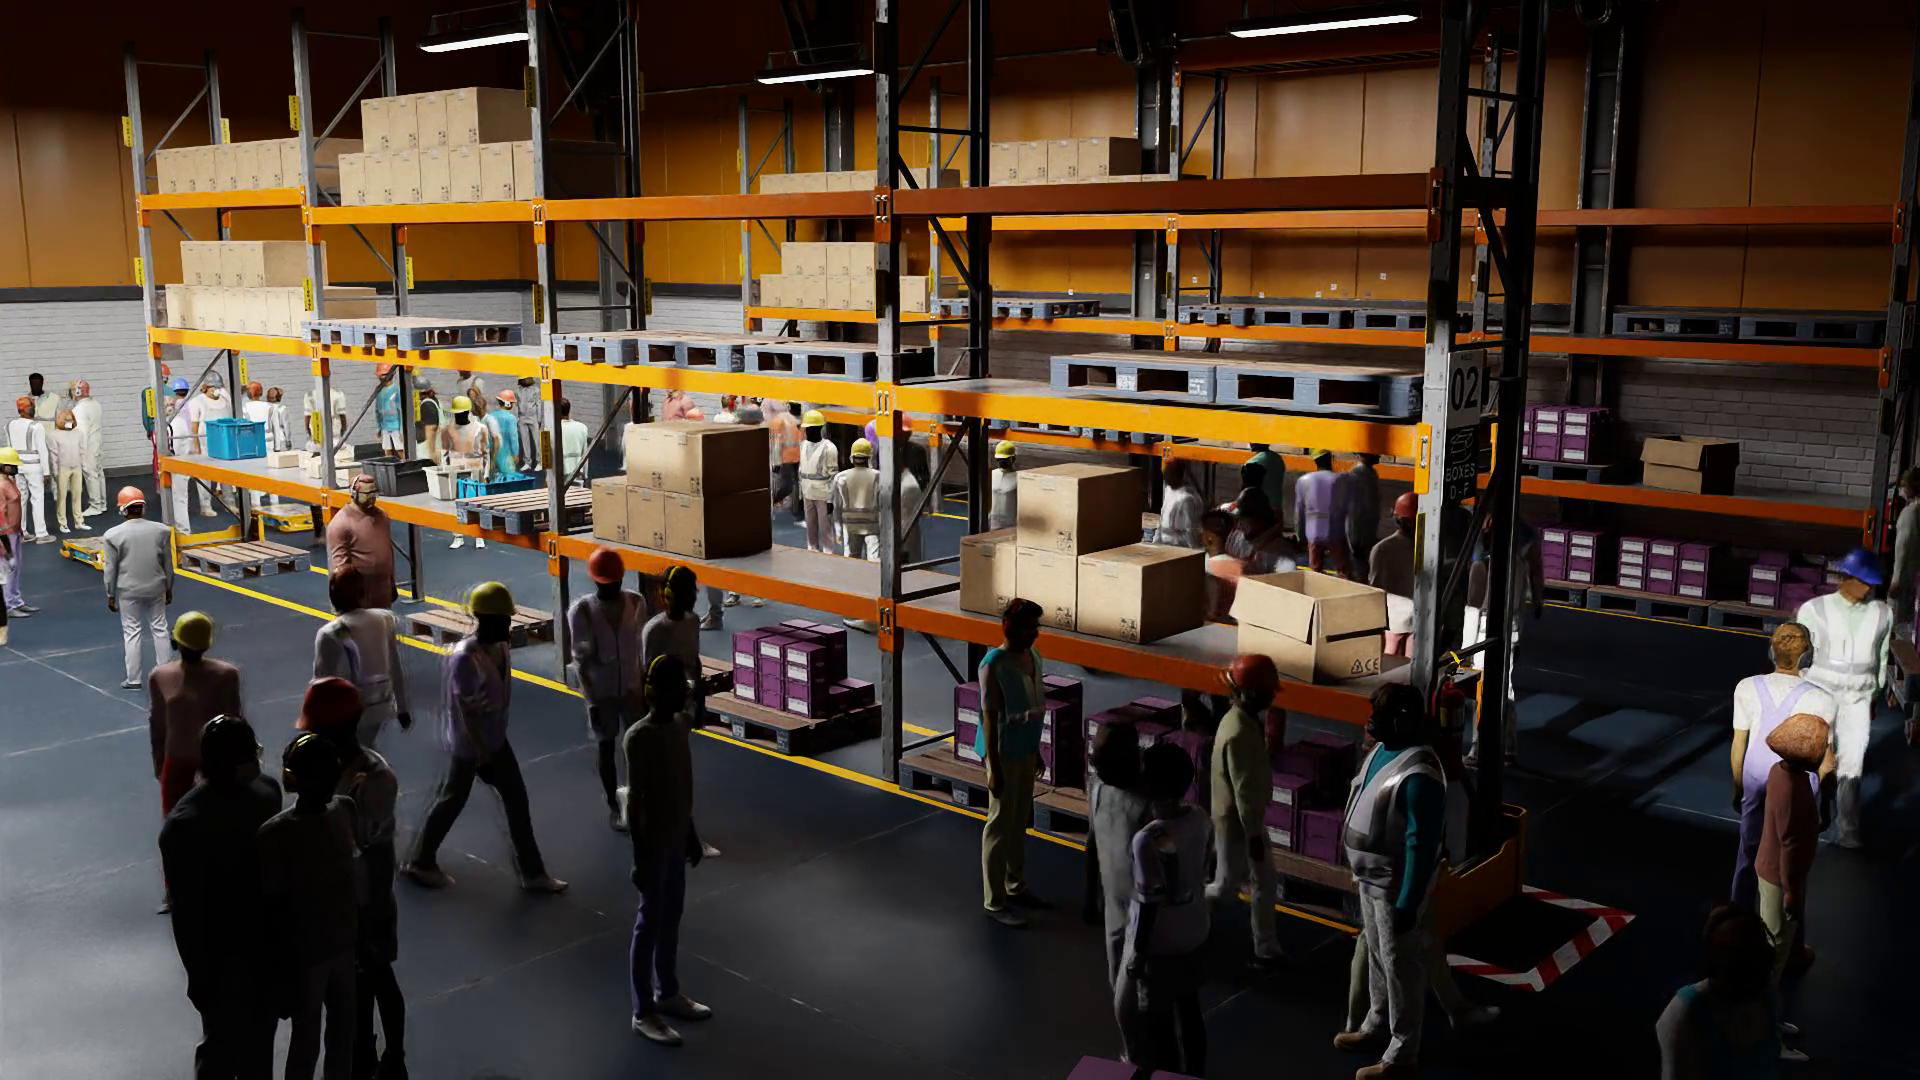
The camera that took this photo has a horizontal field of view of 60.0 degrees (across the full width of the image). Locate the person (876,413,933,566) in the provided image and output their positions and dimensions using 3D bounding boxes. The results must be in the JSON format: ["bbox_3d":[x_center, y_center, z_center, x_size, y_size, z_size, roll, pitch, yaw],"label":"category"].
[{"bbox_3d":[-0.655,-0.463,18.574,0.640,1.953,0.990,-5,11,-26],"label":"person"}]

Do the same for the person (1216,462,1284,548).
[{"bbox_3d":[2.449,0.311,14.184,0.608,1.960,0.368,3,10,17],"label":"person"}]

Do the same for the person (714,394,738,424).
[{"bbox_3d":[-3.115,-1.050,22.211,0.393,1.836,0.560,-6,12,-31],"label":"person"}]

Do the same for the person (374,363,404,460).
[{"bbox_3d":[-8.725,-1.722,25.466,0.607,2.034,0.417,6,12,30],"label":"person"}]

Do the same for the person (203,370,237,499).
[{"bbox_3d":[-11.129,-1.588,24.978,0.625,1.934,0.375,9,13,41],"label":"person"}]

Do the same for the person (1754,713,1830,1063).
[{"bbox_3d":[3.874,1.600,7.797,0.286,1.633,0.498,4,11,20],"label":"person"}]

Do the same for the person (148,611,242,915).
[{"bbox_3d":[-4.385,1.227,9.631,0.546,1.730,0.661,-1,10,-5],"label":"person"}]

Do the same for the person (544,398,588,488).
[{"bbox_3d":[-4.875,-0.814,20.687,0.589,1.908,0.400,-10,14,-43],"label":"person"}]

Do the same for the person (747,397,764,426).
[{"bbox_3d":[-2.936,-1.394,24.432,0.354,1.738,0.573,-3,10,-17],"label":"person"}]

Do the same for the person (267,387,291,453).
[{"bbox_3d":[-10.407,-1.507,25.341,0.515,1.640,0.315,4,11,22],"label":"person"}]

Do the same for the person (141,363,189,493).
[{"bbox_3d":[-12.161,-1.701,25.438,0.624,1.992,0.386,1,10,4],"label":"person"}]

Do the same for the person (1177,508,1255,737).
[{"bbox_3d":[1.819,0.755,11.665,0.627,1.950,0.483,-7,12,-35],"label":"person"}]

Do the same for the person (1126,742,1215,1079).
[{"bbox_3d":[0.885,1.690,7.098,0.317,1.698,0.540,8,13,37],"label":"person"}]

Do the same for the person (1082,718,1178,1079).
[{"bbox_3d":[0.740,1.623,7.202,0.608,1.794,0.623,-7,12,-35],"label":"person"}]

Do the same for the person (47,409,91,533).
[{"bbox_3d":[-11.801,-0.919,22.041,0.281,1.633,0.499,6,11,29],"label":"person"}]

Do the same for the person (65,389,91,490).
[{"bbox_3d":[-13.671,-1.613,25.743,0.505,1.714,0.504,-1,10,-5],"label":"person"}]

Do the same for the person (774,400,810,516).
[{"bbox_3d":[-2.294,-1.267,23.262,0.873,1.885,0.726,2,10,10],"label":"person"}]

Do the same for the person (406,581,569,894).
[{"bbox_3d":[-2.832,1.150,9.691,0.989,1.875,0.586,3,10,16],"label":"person"}]

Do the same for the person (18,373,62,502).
[{"bbox_3d":[-13.624,-1.530,24.694,0.595,1.915,0.371,-3,11,-18],"label":"person"}]

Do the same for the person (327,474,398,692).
[{"bbox_3d":[-4.945,0.391,13.903,0.400,1.900,0.636,4,11,22],"label":"person"}]

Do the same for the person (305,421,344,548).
[{"bbox_3d":[-7.924,-0.707,20.738,0.644,1.654,0.549,9,13,42],"label":"person"}]

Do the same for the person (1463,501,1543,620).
[{"bbox_3d":[4.473,0.459,13.811,0.669,1.799,0.963,2,10,12],"label":"person"}]

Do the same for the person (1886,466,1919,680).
[{"bbox_3d":[8.214,0.329,14.194,0.638,1.917,0.647,-9,14,-43],"label":"person"}]

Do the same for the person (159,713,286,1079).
[{"bbox_3d":[-2.907,1.637,6.721,0.357,1.938,0.638,2,10,13],"label":"person"}]

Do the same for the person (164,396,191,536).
[{"bbox_3d":[-10.035,-0.894,21.185,0.421,1.889,0.662,-6,12,-30],"label":"person"}]

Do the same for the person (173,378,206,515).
[{"bbox_3d":[-10.802,-1.285,23.245,0.602,1.939,0.399,-7,12,-33],"label":"person"}]

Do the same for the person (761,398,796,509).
[{"bbox_3d":[-2.617,-1.429,24.061,0.373,1.940,0.627,5,11,27],"label":"person"}]

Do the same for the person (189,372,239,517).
[{"bbox_3d":[-10.437,-1.356,23.357,0.535,2.000,0.680,8,13,37],"label":"person"}]

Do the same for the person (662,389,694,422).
[{"bbox_3d":[-4.169,-1.469,24.400,0.400,1.902,0.643,-10,14,-44],"label":"person"}]

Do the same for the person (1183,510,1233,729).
[{"bbox_3d":[1.982,0.637,12.946,0.559,1.743,0.367,8,13,39],"label":"person"}]

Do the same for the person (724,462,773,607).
[{"bbox_3d":[-2.246,-0.230,17.438,0.573,1.883,0.355,1,10,6],"label":"person"}]

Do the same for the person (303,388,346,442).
[{"bbox_3d":[-9.709,-1.680,25.461,0.613,1.947,0.453,-4,11,-21],"label":"person"}]

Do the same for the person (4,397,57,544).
[{"bbox_3d":[-11.858,-0.886,21.187,0.572,1.876,0.354,2,10,13],"label":"person"}]

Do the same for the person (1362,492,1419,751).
[{"bbox_3d":[3.294,0.620,12.353,0.617,1.984,0.408,-5,11,-28],"label":"person"}]

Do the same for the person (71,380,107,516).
[{"bbox_3d":[-12.272,-1.289,23.356,0.402,1.911,0.638,-2,10,-9],"label":"person"}]
